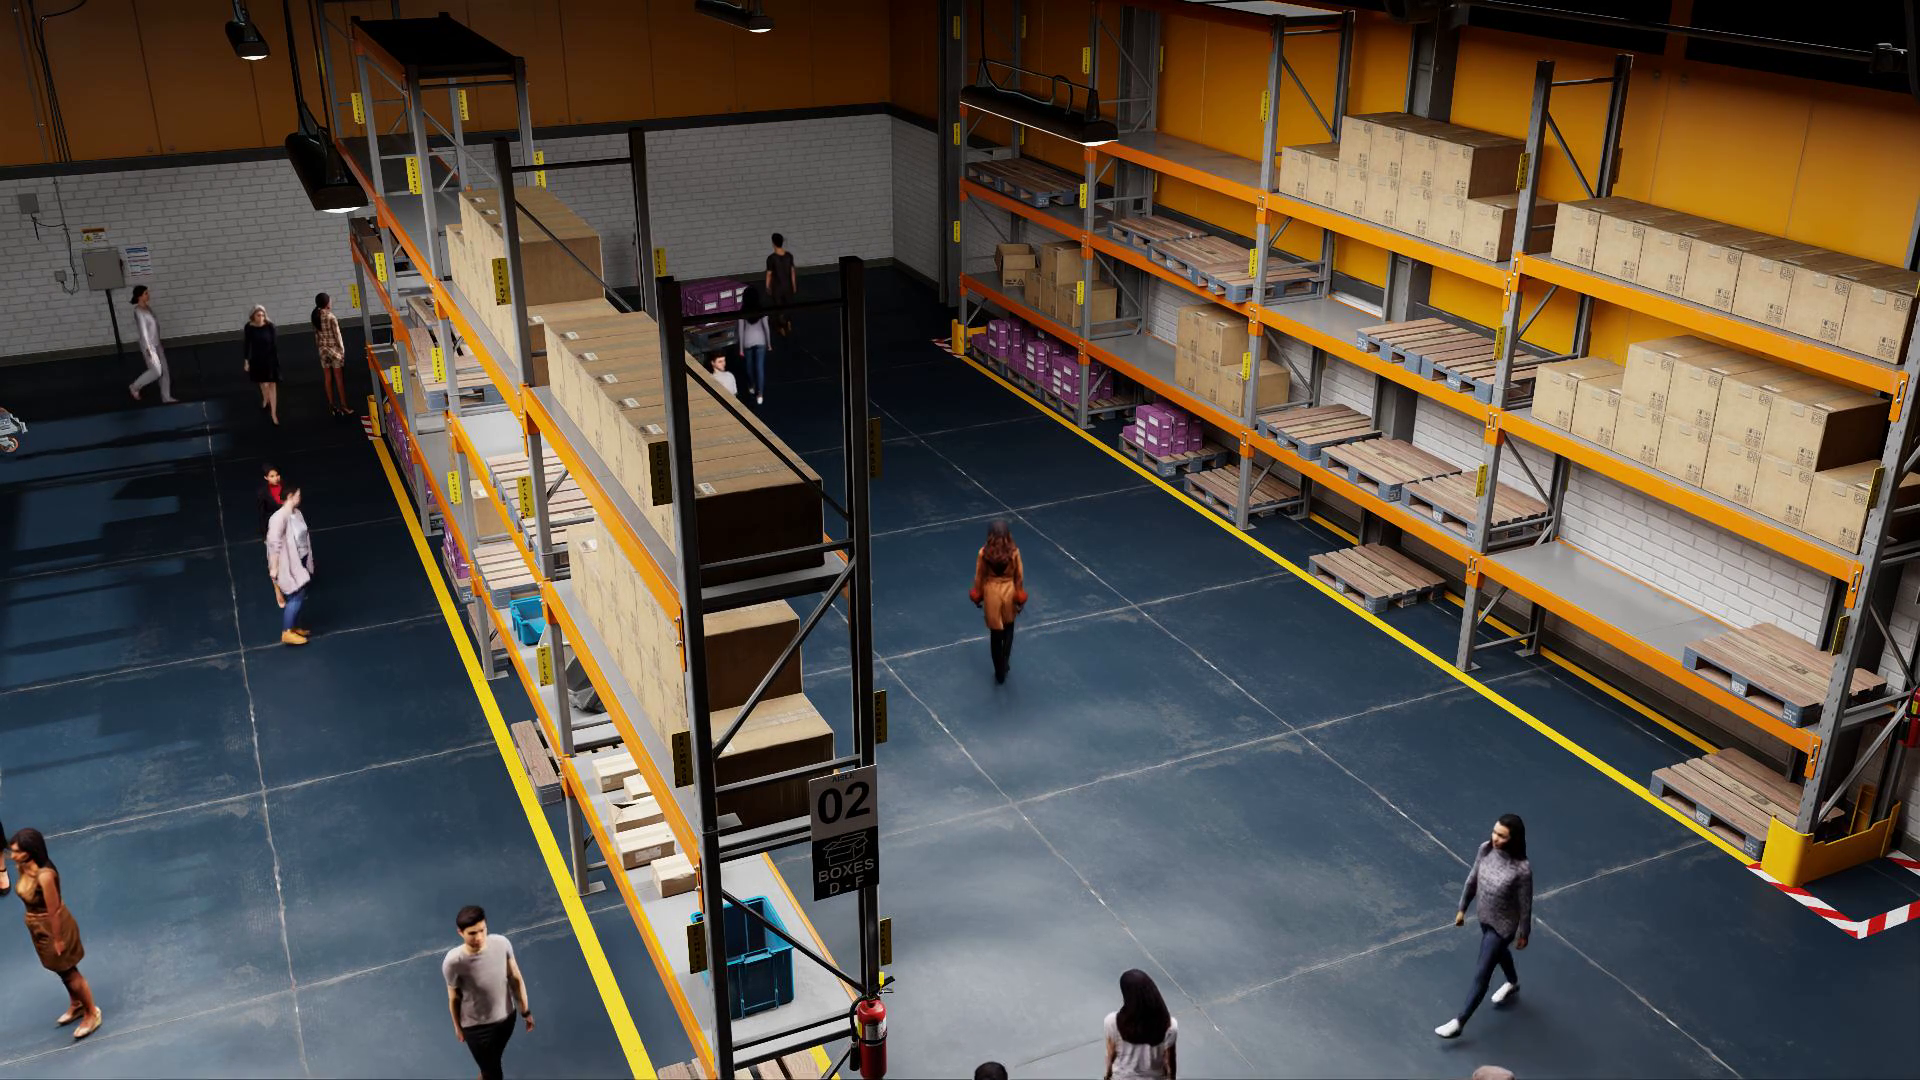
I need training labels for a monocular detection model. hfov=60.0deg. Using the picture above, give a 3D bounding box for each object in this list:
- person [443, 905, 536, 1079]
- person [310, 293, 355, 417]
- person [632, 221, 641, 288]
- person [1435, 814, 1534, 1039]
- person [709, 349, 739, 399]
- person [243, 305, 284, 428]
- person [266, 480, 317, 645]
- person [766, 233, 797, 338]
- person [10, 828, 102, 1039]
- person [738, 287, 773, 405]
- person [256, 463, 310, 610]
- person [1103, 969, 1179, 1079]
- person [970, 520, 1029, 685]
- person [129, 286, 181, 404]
[{"bbox_3d":[-3.089,3.054,10.820,0.789,1.678,1.167,-17,29,-34],"label":"person"},{"bbox_3d":[-8.971,-2.643,23.709,0.678,1.792,0.730,7,25,16],"label":"person"},{"bbox_3d":[-5.352,-4.572,28.176,0.729,1.750,0.665,8,25,17],"label":"person"},{"bbox_3d":[3.838,2.662,11.712,0.772,1.682,1.129,-13,27,-28],"label":"person"},{"bbox_3d":[-3.053,-1.520,21.040,0.997,1.873,0.900,16,28,32],"label":"person"},{"bbox_3d":[-9.835,-2.487,23.478,0.803,1.691,1.140,-4,24,-9],"label":"person"},{"bbox_3d":[-6.978,0.254,17.198,0.928,1.701,0.800,6,24,14],"label":"person"},{"bbox_3d":[-2.908,-4.169,27.311,0.633,1.704,0.546,-10,26,-22],"label":"person"},{"bbox_3d":[-6.317,2.719,11.579,0.591,1.683,0.698,16,29,33],"label":"person"},{"bbox_3d":[-2.980,-2.780,24.155,0.873,1.687,1.251,-3,24,-7],"label":"person"},{"bbox_3d":[-7.337,-0.061,17.994,0.707,1.639,0.656,21,31,39],"label":"person"},{"bbox_3d":[1.069,3.399,10.071,0.891,1.646,1.082,3,24,7],"label":"person"},{"bbox_3d":[0.399,0.641,16.300,0.825,1.709,0.818,-1,24,-2],"label":"person"},{"bbox_3d":[-11.822,-2.805,24.126,0.877,1.756,0.919,0,24,-1],"label":"person"}]
